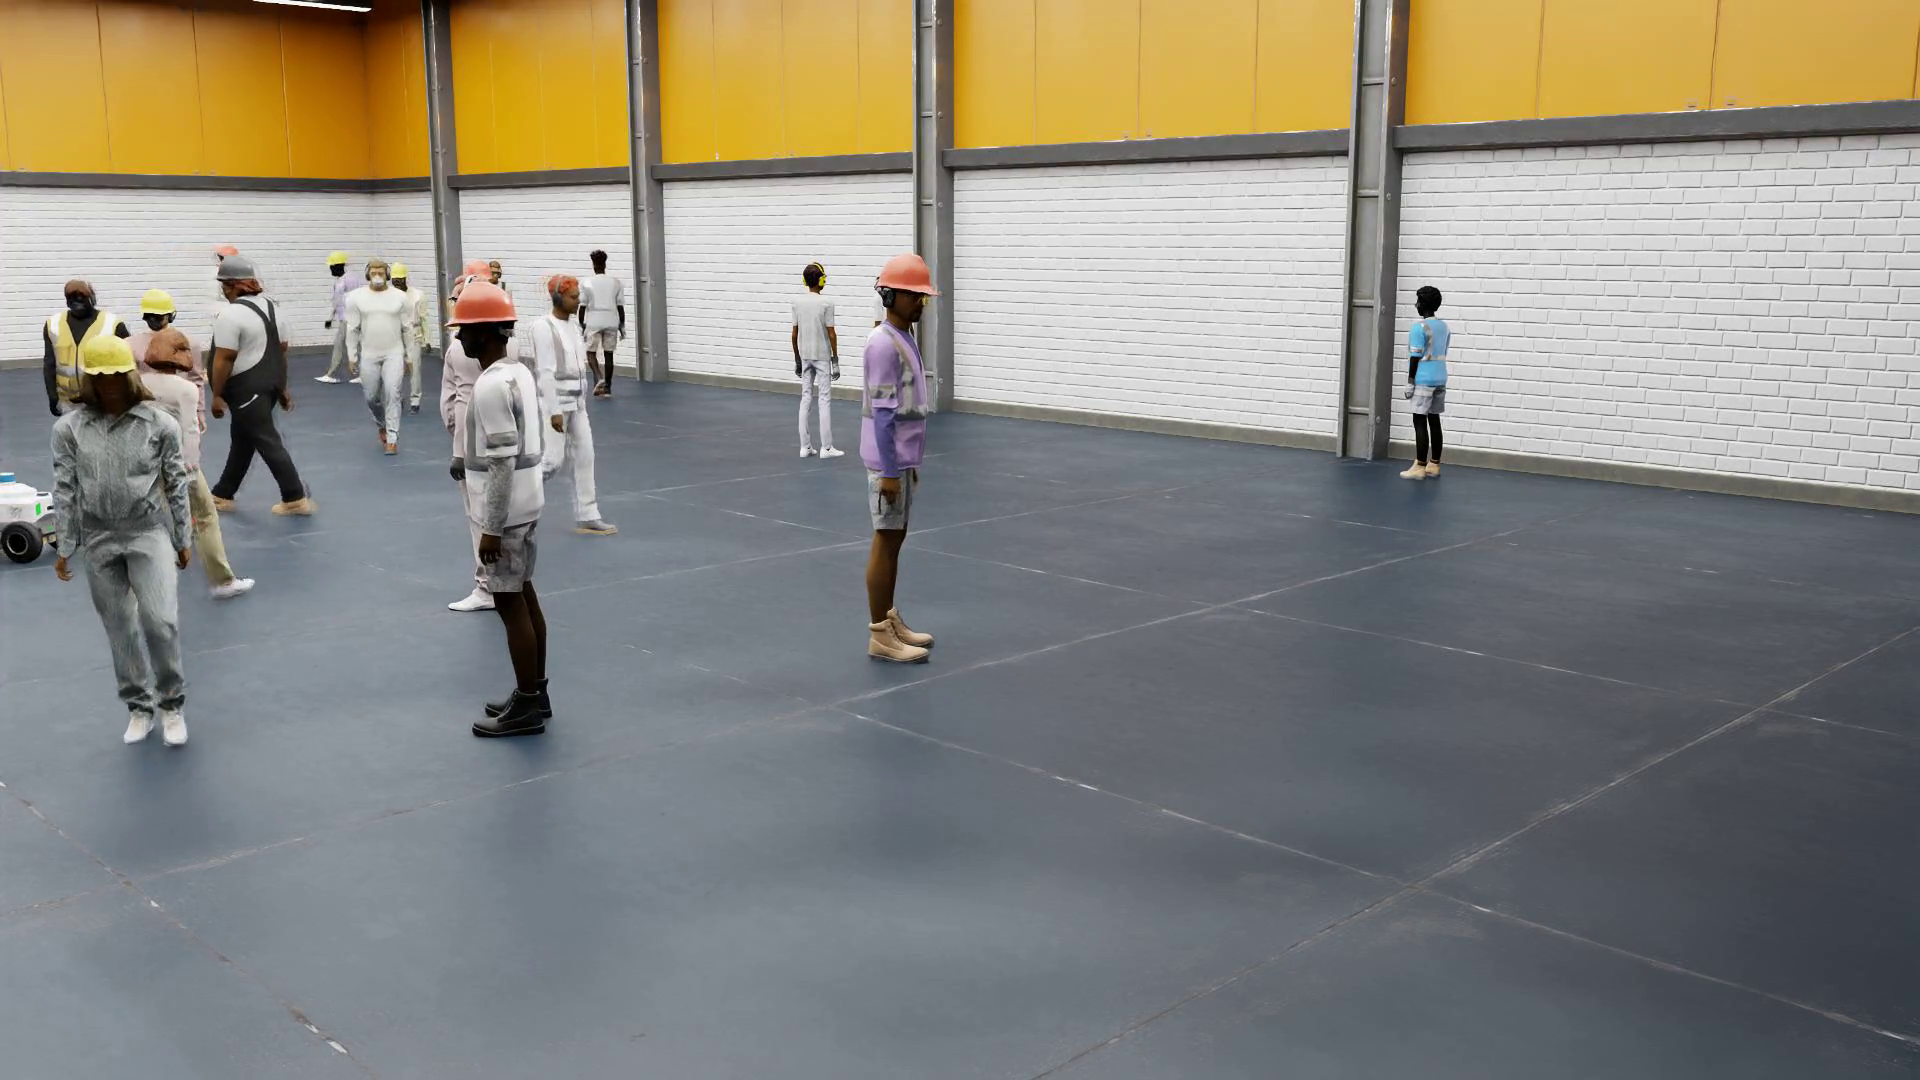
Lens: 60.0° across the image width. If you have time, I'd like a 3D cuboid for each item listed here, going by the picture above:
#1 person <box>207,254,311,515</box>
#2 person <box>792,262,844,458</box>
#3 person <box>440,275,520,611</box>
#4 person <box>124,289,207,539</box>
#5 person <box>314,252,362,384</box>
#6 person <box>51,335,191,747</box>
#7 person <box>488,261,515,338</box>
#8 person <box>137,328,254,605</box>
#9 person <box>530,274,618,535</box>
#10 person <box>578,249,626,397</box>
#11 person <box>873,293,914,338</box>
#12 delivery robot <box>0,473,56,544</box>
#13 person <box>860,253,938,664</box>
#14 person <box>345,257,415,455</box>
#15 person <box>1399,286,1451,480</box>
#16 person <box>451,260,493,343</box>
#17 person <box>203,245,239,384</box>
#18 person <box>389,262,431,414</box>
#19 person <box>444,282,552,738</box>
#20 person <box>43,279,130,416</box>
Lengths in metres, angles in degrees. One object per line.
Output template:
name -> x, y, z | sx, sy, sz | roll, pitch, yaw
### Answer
person -> -5.443, -1.197, 12.673 | 1.031, 2.000, 0.696 | 1, 10, 6
person -> -1.376, -1.722, 15.987 | 0.514, 1.876, 0.328 | 5, 12, 27
person -> -2.752, -0.551, 9.514 | 0.407, 1.908, 0.641 | 1, 10, 6
person -> -5.546, -0.864, 11.617 | 0.523, 1.763, 0.329 | -5, 12, -28
person -> -8.940, -3.178, 23.904 | 0.930, 1.886, 0.613 | -7, 12, -32
person -> -3.465, 0.021, 6.884 | 0.494, 1.726, 0.543 | -2, 11, -13
person -> -6.317, -2.875, 22.506 | 0.560, 1.805, 0.882 | -4, 11, -19
person -> -4.477, -0.413, 9.596 | 0.514, 1.601, 0.794 | 4, 11, 21
person -> -2.877, -0.955, 11.835 | 0.794, 1.865, 0.573 | 4, 11, 20
person -> -4.689, -2.830, 21.807 | 0.628, 1.951, 0.673 | -4, 11, -23
person -> -0.642, -1.883, 16.875 | 0.519, 1.873, 0.328 | -7, 13, -34
delivery robot -> -6.319, -0.203, 11.049 | 0.707, 0.478, 0.477 | 2, 10, 9
person -> -0.299, -0.410, 8.382 | 0.394, 2.040, 0.609 | 1, 10, 8
person -> -5.698, -1.821, 16.404 | 0.643, 1.918, 0.784 | -3, 11, -15
person -> 4.096, -1.376, 14.600 | 0.320, 1.692, 0.532 | 10, 14, 44
person -> -4.827, -1.857, 16.714 | 0.551, 1.893, 0.985 | -5, 11, -24
person -> -10.532, -3.264, 24.112 | 1.081, 1.971, 0.608 | -7, 12, -33
person -> -6.620, -2.390, 19.804 | 0.631, 1.810, 0.446 | -2, 11, -13
person -> -1.973, -0.124, 7.101 | 0.374, 1.935, 0.552 | -1, 10, -3
person -> -6.867, -1.164, 13.161 | 0.614, 1.810, 0.867 | -1, 10, -7
